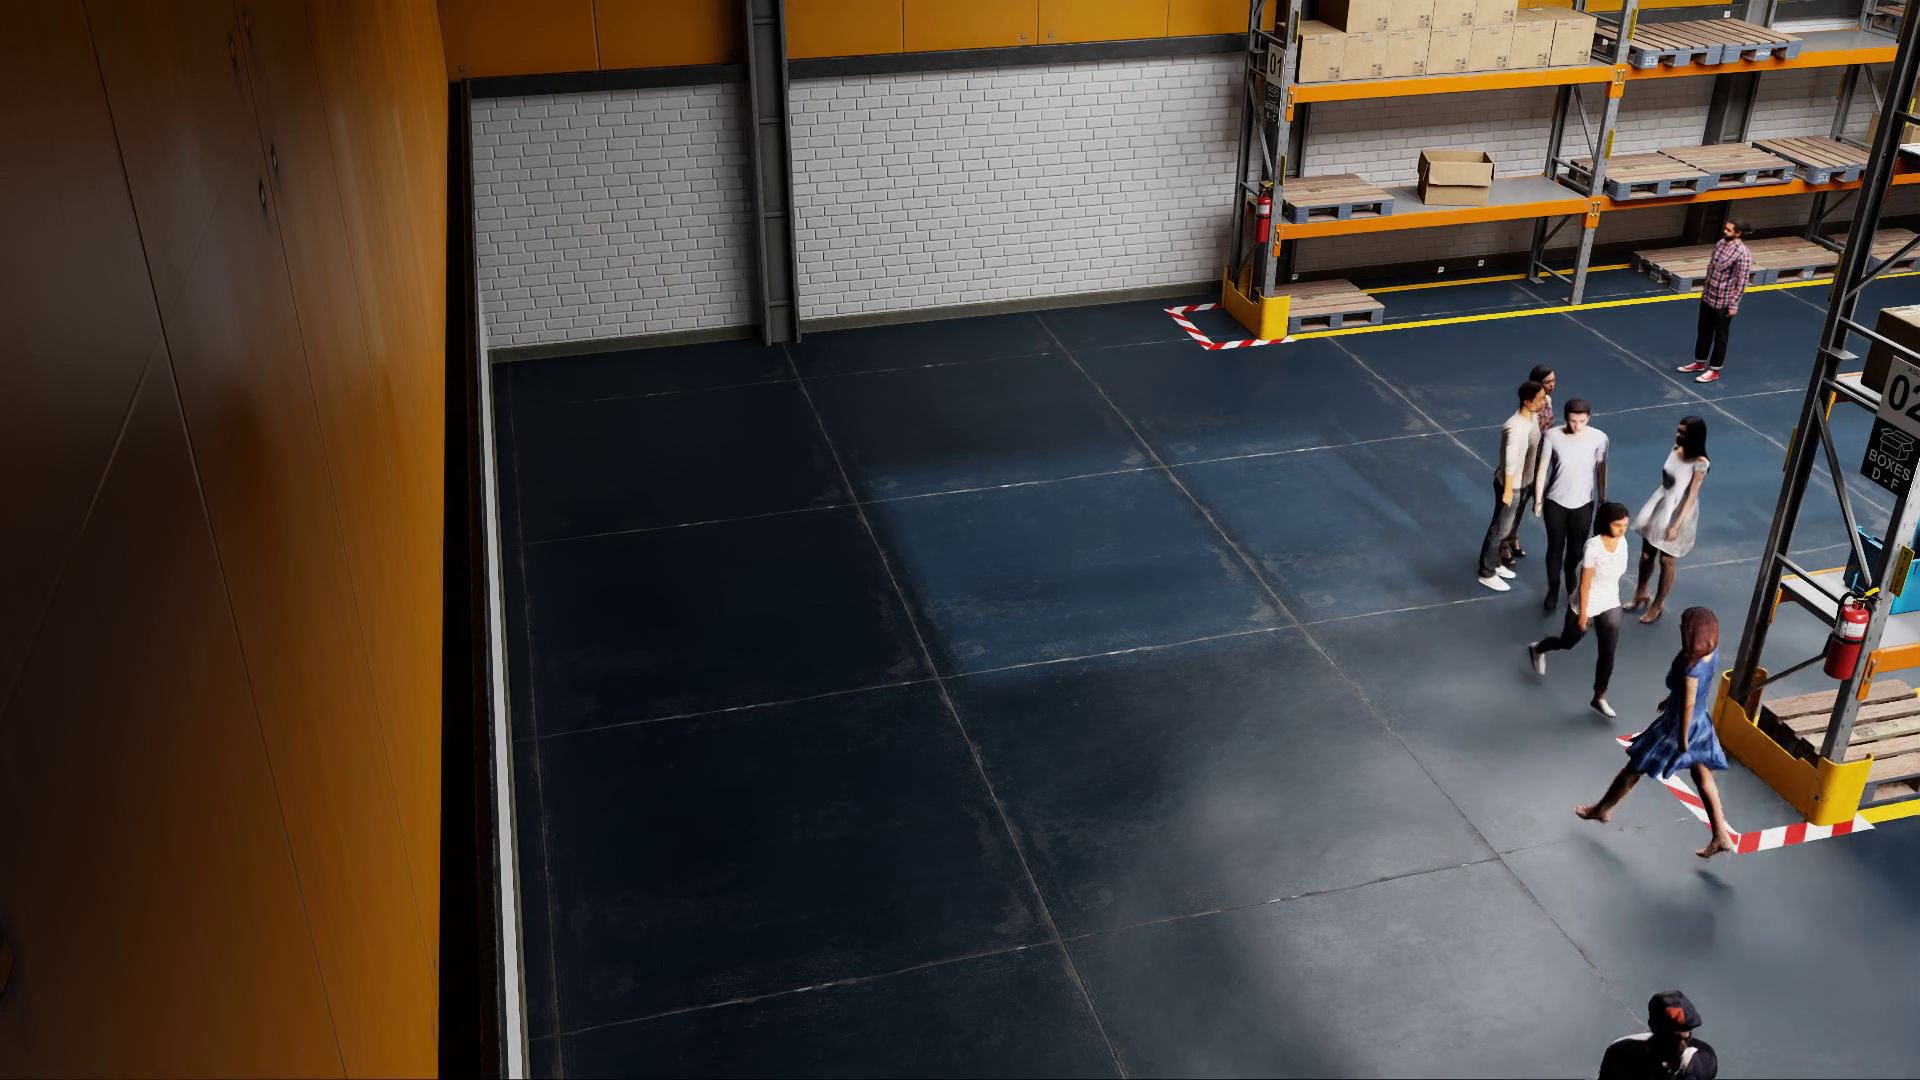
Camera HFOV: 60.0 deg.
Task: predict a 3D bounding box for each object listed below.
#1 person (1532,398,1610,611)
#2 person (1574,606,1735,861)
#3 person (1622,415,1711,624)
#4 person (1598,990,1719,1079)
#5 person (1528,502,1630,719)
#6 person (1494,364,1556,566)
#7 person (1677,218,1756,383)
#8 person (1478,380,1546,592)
[{"bbox_3d":[4.876,-0.337,13.313,0.929,1.838,0.993,8,30,15],"label":"person"},{"bbox_3d":[4.623,1.266,10.466,1.121,1.749,1.208,21,35,33],"label":"person"},{"bbox_3d":[5.627,-0.159,13.055,0.620,1.771,0.638,-7,29,-13],"label":"person"},{"bbox_3d":[3.095,2.740,7.660,1.159,1.849,1.033,3,29,5],"label":"person"},{"bbox_3d":[4.537,0.447,12.109,1.018,1.613,0.668,-10,30,-17],"label":"person"},{"bbox_3d":[4.749,-0.635,13.925,0.855,1.775,0.775,24,37,37],"label":"person"},{"bbox_3d":[7.978,-2.539,17.429,0.561,1.760,0.673,-8,30,-14],"label":"person"},{"bbox_3d":[4.506,-0.474,13.592,0.784,1.811,0.711,17,33,28],"label":"person"}]
